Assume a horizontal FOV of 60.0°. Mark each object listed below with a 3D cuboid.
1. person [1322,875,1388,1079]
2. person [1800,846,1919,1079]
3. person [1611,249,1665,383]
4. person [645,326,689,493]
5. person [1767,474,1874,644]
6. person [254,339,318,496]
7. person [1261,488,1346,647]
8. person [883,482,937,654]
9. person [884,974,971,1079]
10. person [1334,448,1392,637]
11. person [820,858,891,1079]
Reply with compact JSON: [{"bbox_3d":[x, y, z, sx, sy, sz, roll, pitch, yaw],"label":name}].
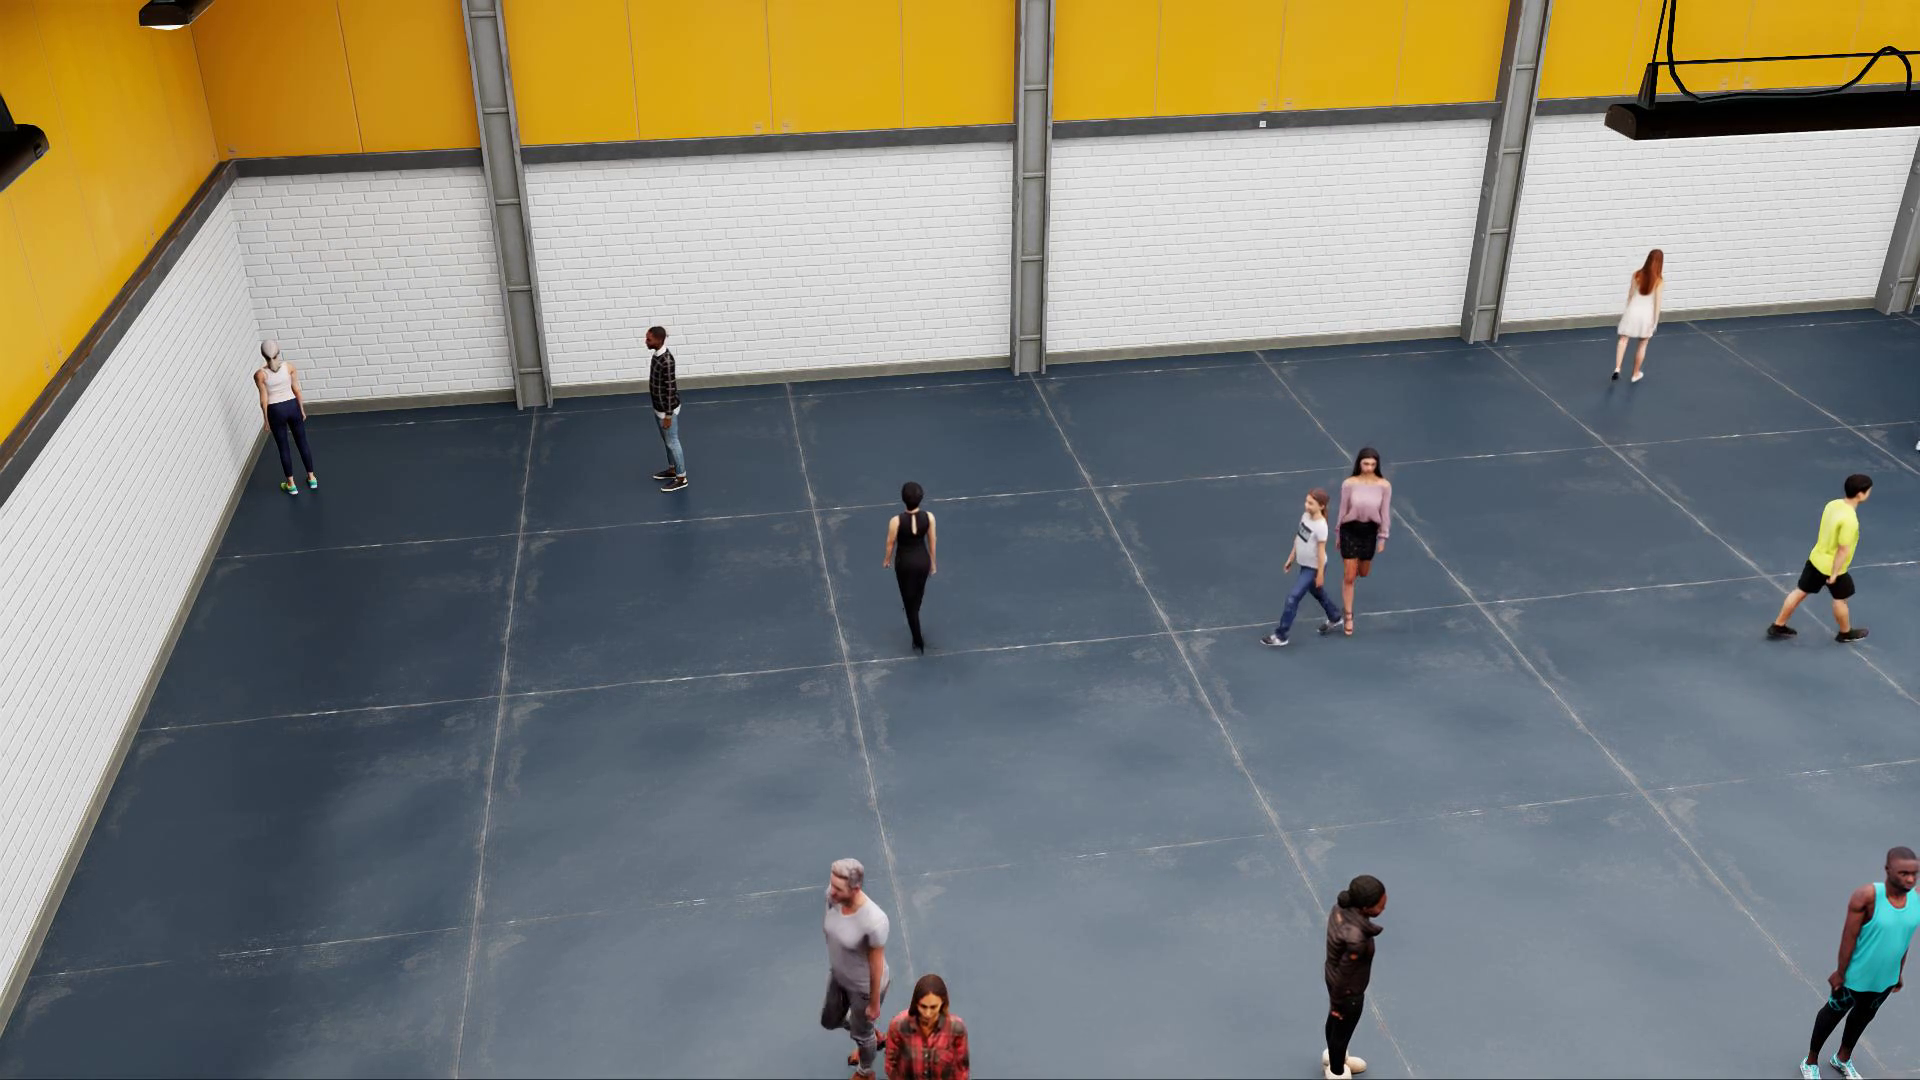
[{"bbox_3d":[2.345,2.710,10.155,0.608,1.659,0.661,-5,29,-8],"label":"person"},{"bbox_3d":[5.542,2.617,10.167,0.459,1.811,0.673,-3,29,-5],"label":"person"},{"bbox_3d":[8.130,-2.664,19.963,0.907,1.701,0.977,20,35,33],"label":"person"},{"bbox_3d":[-3.091,-1.416,17.549,0.624,1.821,0.709,-11,30,-19],"label":"person"},{"bbox_3d":[7.639,0.195,14.763,1.094,1.662,0.699,-2,29,-3],"label":"person"},{"bbox_3d":[-7.092,-1.307,17.473,0.626,1.703,0.737,-21,35,-34],"label":"person"},{"bbox_3d":[3.197,0.217,14.860,1.069,1.529,0.549,-6,29,-11],"label":"person"},{"bbox_3d":[-0.397,0.280,14.703,0.980,1.569,0.804,-13,31,-22],"label":"person"},{"bbox_3d":[-0.183,3.071,9.471,0.830,1.680,0.782,0,29,0],"label":"person"},{"bbox_3d":[3.608,-0.041,15.059,1.015,1.792,0.894,4,29,8],"label":"person"},{"bbox_3d":[-0.547,2.630,10.139,0.884,1.815,0.842,-23,36,-36],"label":"person"}]
